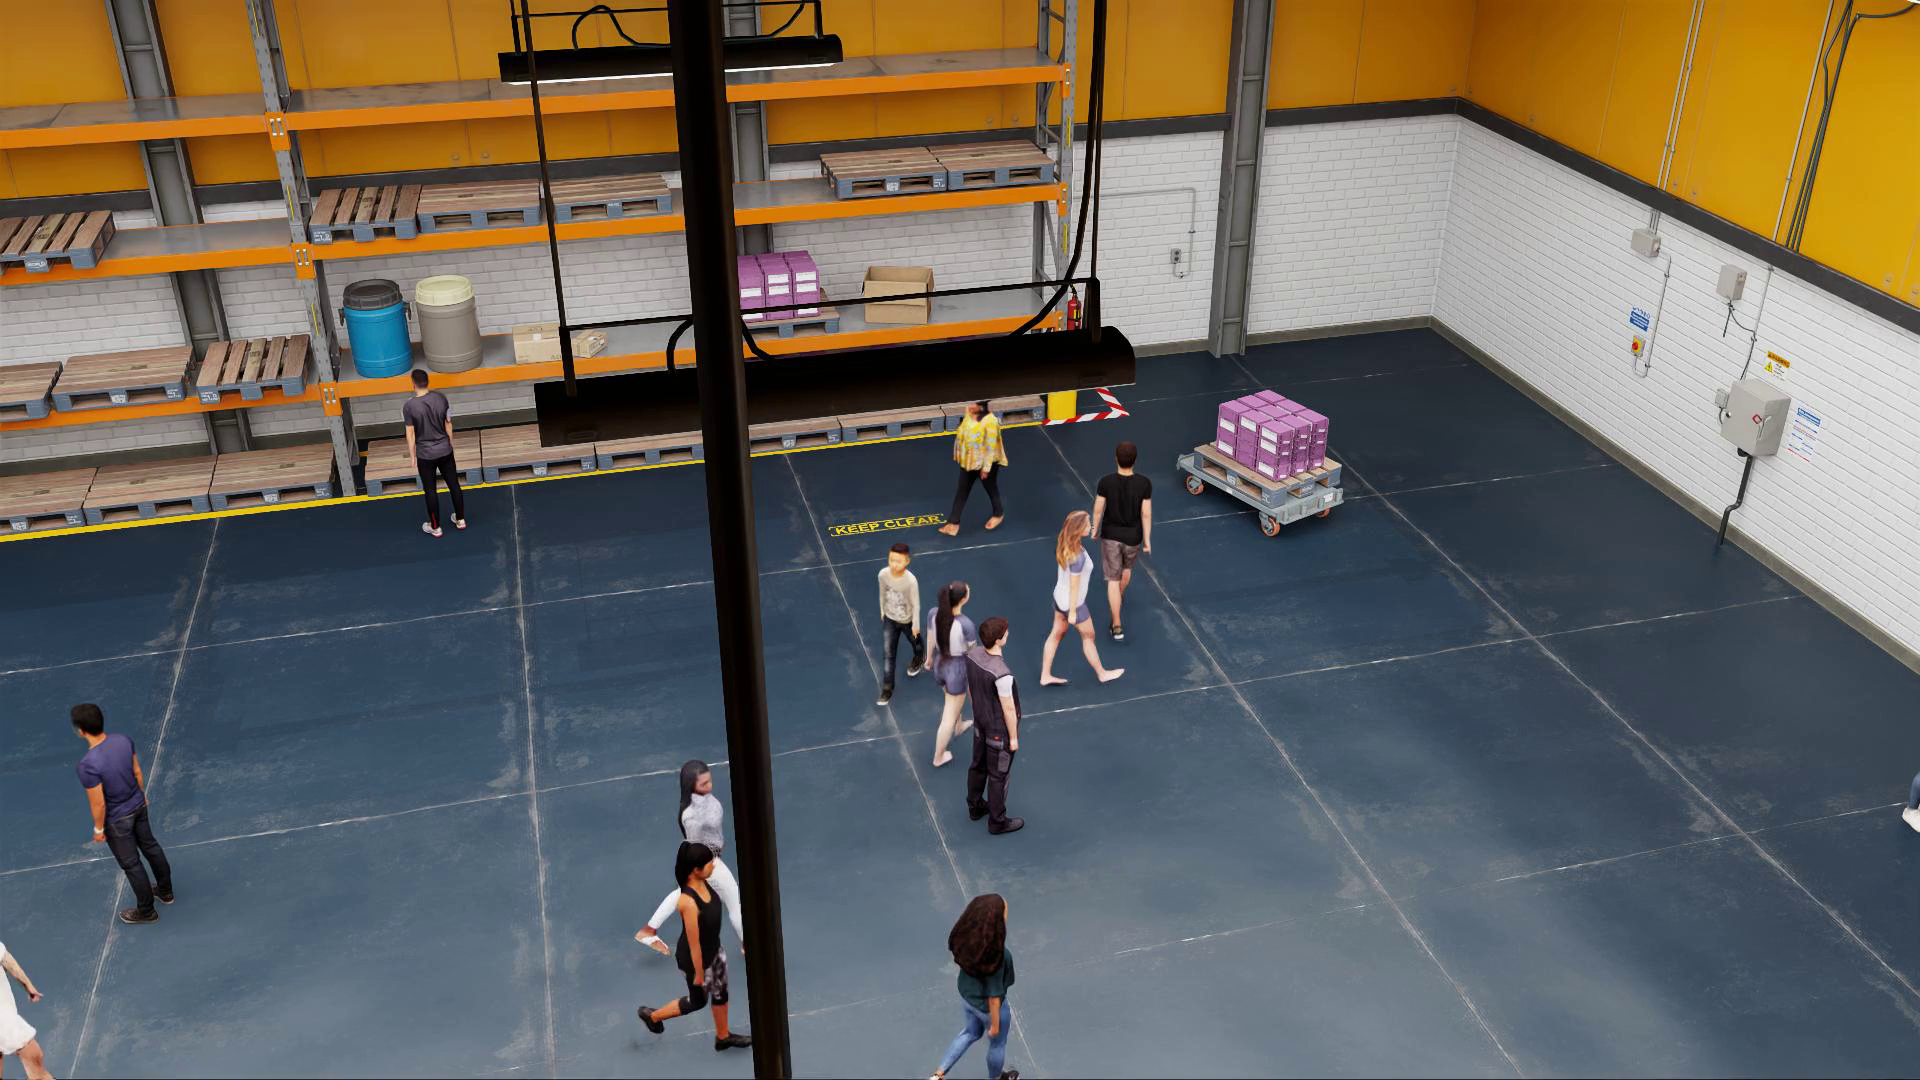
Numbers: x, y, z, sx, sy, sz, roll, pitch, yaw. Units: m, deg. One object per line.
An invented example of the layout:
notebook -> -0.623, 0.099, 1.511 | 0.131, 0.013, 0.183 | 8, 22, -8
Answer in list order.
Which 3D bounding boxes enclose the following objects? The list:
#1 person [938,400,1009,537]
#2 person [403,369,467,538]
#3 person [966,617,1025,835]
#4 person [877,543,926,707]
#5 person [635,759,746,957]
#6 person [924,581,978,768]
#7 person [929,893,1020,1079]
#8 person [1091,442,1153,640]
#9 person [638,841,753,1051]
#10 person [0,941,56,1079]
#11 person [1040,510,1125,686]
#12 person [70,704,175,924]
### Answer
person -> 0.271, -0.800, 16.769 | 1.133, 1.617, 0.956 | -22, 35, -34
person -> -5.307, -0.888, 16.779 | 0.614, 1.761, 0.756 | -22, 35, -34
person -> 0.245, 1.381, 12.528 | 0.702, 1.849, 0.734 | -19, 34, -31
person -> -0.471, 0.640, 14.326 | 1.041, 1.428, 0.993 | 10, 30, 18
person -> -1.821, 2.194, 11.217 | 1.280, 1.677, 0.820 | -1, 29, -2
person -> -0.119, 1.102, 13.271 | 0.869, 1.626, 0.991 | 23, 36, 36
person -> 0.082, 2.825, 10.136 | 0.975, 1.604, 0.764 | -17, 33, -29
person -> 1.453, 0.025, 15.046 | 1.201, 1.817, 0.948 | 0, 29, 0
person -> -1.725, 2.601, 10.502 | 1.038, 1.648, 0.786 | 1, 29, 2
person -> -5.920, 2.836, 10.026 | 0.950, 1.690, 0.653 | -4, 29, -7
person -> 0.861, 0.537, 14.231 | 0.965, 1.699, 0.661 | -5, 29, -9
person -> -5.858, 1.901, 11.641 | 0.707, 1.784, 0.723 | 7, 29, 12
